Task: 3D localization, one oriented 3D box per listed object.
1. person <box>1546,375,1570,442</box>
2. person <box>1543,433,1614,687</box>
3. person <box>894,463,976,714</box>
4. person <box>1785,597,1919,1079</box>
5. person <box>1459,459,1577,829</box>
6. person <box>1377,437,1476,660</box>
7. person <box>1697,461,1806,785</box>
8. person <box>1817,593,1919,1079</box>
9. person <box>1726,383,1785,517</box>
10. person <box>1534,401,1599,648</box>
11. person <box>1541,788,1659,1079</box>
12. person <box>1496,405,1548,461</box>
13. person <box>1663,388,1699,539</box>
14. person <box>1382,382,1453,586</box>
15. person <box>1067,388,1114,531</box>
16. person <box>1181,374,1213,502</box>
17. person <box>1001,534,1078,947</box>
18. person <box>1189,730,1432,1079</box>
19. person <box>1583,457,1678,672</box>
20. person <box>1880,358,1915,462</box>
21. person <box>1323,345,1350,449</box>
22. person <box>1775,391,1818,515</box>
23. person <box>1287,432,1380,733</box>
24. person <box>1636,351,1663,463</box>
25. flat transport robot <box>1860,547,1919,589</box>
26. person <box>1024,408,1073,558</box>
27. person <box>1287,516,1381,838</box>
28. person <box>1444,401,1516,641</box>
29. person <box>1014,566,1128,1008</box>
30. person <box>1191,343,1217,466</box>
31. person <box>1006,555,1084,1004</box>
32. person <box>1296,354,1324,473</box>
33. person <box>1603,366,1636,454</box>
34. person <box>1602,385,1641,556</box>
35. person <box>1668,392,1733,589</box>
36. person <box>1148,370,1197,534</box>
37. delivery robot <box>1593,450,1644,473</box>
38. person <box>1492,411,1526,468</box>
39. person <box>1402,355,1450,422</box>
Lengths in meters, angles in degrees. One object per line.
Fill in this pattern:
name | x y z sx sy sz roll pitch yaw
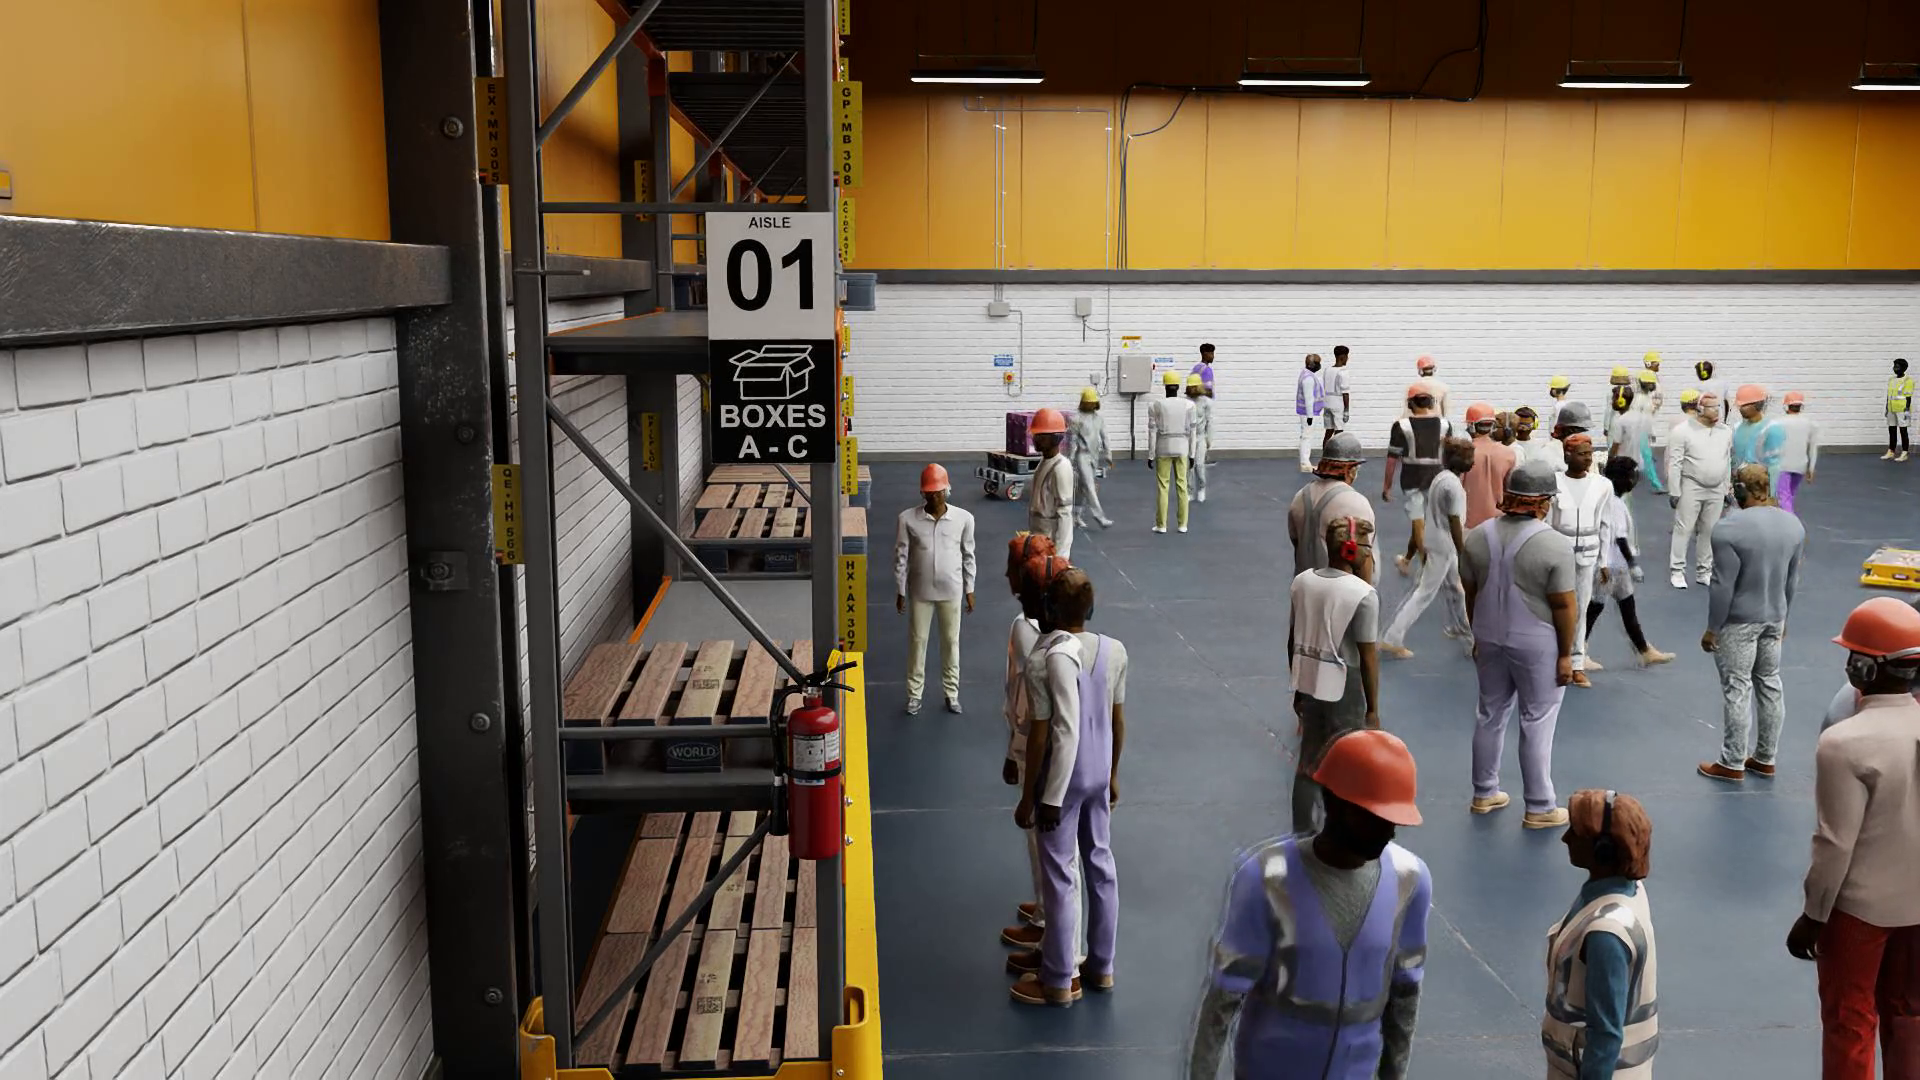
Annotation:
person | 7.616 -1.219 21.231 0.325 1.767 0.533 4 10 25
person | 4.493 0.155 12.249 0.575 1.878 0.356 1 9 4
person | -0.170 0.339 11.486 0.573 1.748 0.342 -1 9 -4
person | 2.995 1.174 5.482 0.608 1.996 0.382 -4 10 -22
person | 3.141 0.556 9.222 0.538 2.000 0.684 -7 11 -36
person | 3.774 0.080 13.012 1.000 1.791 0.529 1 9 8
person | 4.706 0.498 9.934 0.629 1.933 0.379 -3 10 -18
person | 3.243 1.135 5.589 0.536 2.000 0.688 -2 9 -10
person | 7.720 -0.523 16.094 0.684 2.012 0.618 -3 9 -17
person | 4.895 -0.099 13.338 0.687 2.000 0.535 -7 12 -38
person | 1.769 1.488 4.628 0.308 1.641 0.514 4 10 21
person | 5.085 -0.297 15.137 0.509 1.865 0.329 2 9 15
person | 8.398 -0.873 19.121 0.524 1.745 0.731 -2 9 -12
person | 4.483 -0.554 16.367 0.628 1.981 1.009 -2 9 -10
person | 1.571 -0.951 19.754 0.497 1.693 0.899 -7 11 -37
person | 3.119 -1.355 22.220 0.493 1.730 0.415 5 11 30
person | 0.370 0.901 7.595 0.356 1.878 0.572 3 10 18
person | 0.895 1.381 4.543 0.643 1.886 0.795 -2 9 -11
person | 5.069 0.204 12.603 0.821 1.656 0.547 4 10 25
person | 15.315 -2.120 27.138 0.321 1.690 0.532 -2 9 -12
person | 5.875 -2.058 25.924 0.378 1.957 0.599 -4 10 -24
person | 9.487 -0.857 19.139 0.565 1.707 0.881 0 9 -2
person | 2.469 0.301 10.827 0.535 2.000 0.680 -5 10 -28
person | 11.050 -2.120 26.680 0.404 1.832 0.600 6 11 35
flat transport robot | 9.419 0.276 16.524 0.652 0.197 1.431 7 11 35
person | 0.657 0.022 12.576 0.380 2.043 0.607 -2 9 -13
person | 1.868 0.796 8.350 0.383 1.837 0.570 -6 11 -31
person | 4.300 -0.155 13.825 0.622 1.994 0.391 -2 9 -10
person | 0.457 1.019 6.925 0.504 1.847 0.344 -6 11 -33
person | 3.890 -2.160 26.552 0.362 1.951 0.614 -3 9 -16
person | 0.377 0.993 6.985 0.348 1.880 0.584 0 9 0
person | 5.391 -1.951 25.631 0.429 1.839 0.633 1 9 9
person | 9.502 -1.648 24.026 0.489 1.736 0.318 -3 10 -21
person | 7.151 -0.749 18.034 0.551 1.845 0.575 -9 13 -44
person | 7.193 -0.477 16.130 0.653 1.907 0.408 -1 9 -9
person | 2.484 -1.031 19.540 0.587 1.930 0.359 -1 9 -7
delivery robot | 9.710 -1.180 24.484 0.707 0.478 0.477 7 12 39
person | 4.818 -0.220 14.711 0.329 1.844 0.516 1 9 9
person | 6.317 -1.515 22.477 0.655 1.963 0.726 0 9 0
